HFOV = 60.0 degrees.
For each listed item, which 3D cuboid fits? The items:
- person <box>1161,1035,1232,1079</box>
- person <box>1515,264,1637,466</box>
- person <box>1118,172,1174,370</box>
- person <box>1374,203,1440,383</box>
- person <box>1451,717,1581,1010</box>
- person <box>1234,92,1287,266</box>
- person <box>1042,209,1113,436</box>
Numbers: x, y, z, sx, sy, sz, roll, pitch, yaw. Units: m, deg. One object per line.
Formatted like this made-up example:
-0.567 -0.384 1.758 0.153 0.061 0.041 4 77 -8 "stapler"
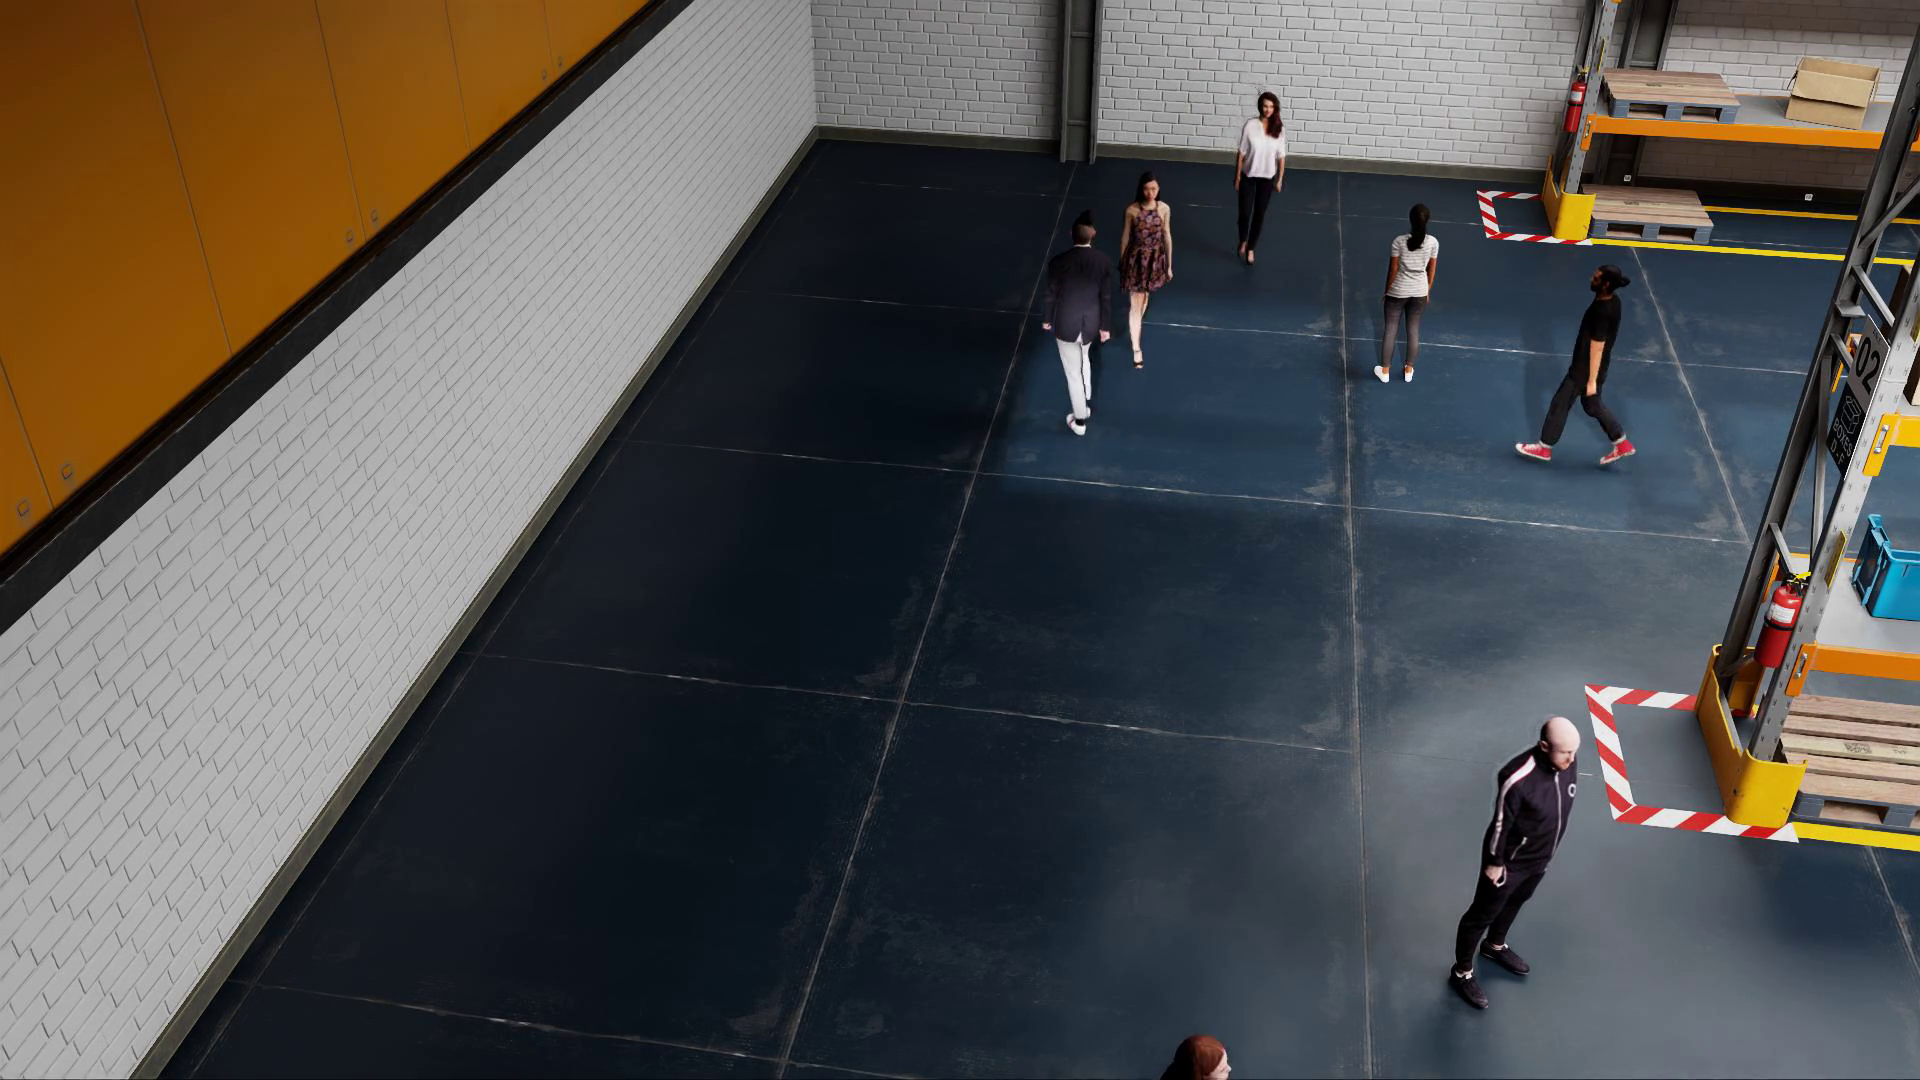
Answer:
0.855 2.741 7.071 1.082 1.721 0.596 6 34 9 "person"
5.091 -1.344 13.205 1.213 1.732 0.867 16 37 22 "person"
1.635 -2.484 14.908 0.980 1.746 0.869 -5 34 -7 "person"
3.901 -2.152 14.499 0.522 1.647 0.667 -1 34 -1 "person"
2.898 1.616 8.661 0.756 1.833 0.811 -22 39 -29 "person"
2.944 -3.617 16.577 0.587 1.785 0.739 -1 34 -2 "person"
0.997 -1.737 13.614 0.822 1.935 0.910 -10 35 -15 "person"
